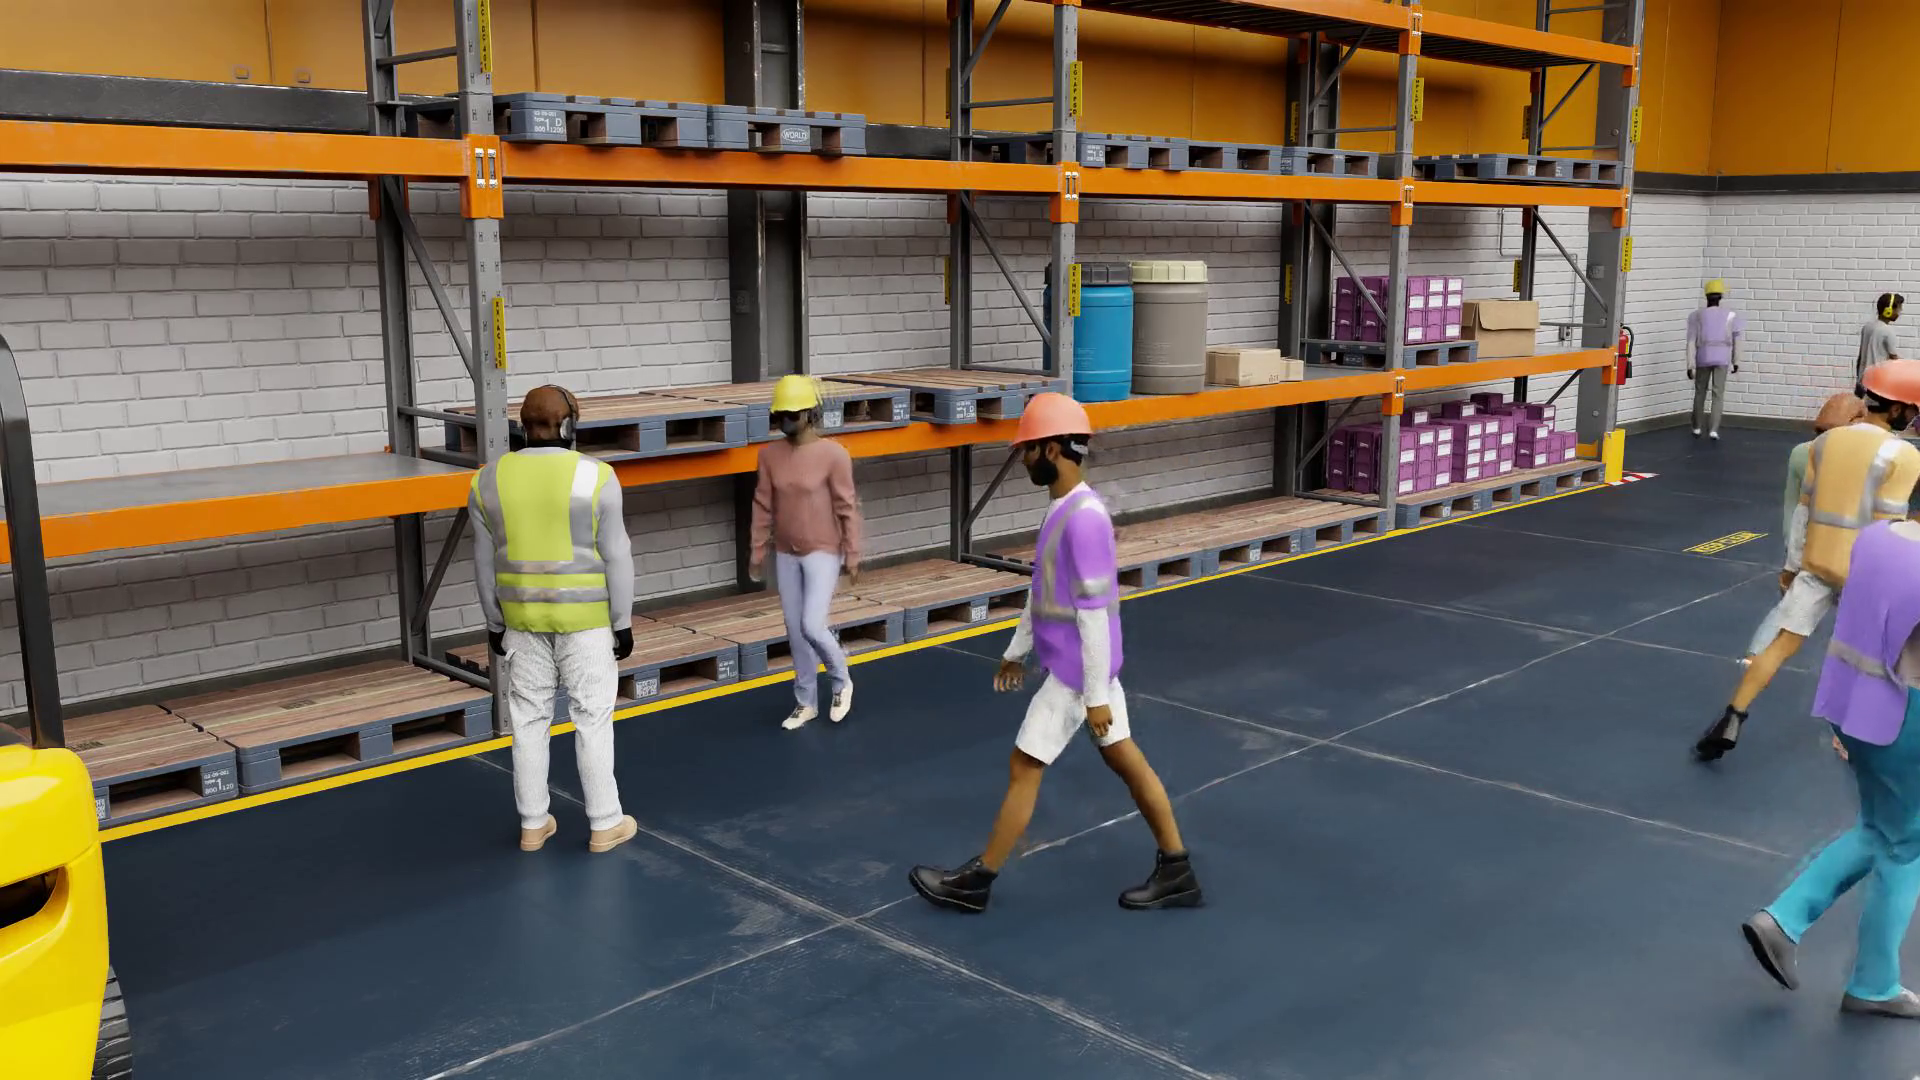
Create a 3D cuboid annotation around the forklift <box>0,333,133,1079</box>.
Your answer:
[{"bbox_3d":[-3.289,0.485,4.582,1.214,2.155,2.313,-10,14,-44],"label":"forklift"}]

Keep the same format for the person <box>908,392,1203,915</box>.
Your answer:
[{"bbox_3d":[0.386,0.424,5.845,1.070,1.871,0.545,0,10,3],"label":"person"}]

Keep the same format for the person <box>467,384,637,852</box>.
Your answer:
[{"bbox_3d":[-1.562,0.315,6.492,0.622,1.838,0.429,1,10,6],"label":"person"}]

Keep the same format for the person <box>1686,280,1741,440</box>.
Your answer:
[{"bbox_3d":[8.931,-2.138,19.760,0.597,1.881,0.955,5,11,24],"label":"person"}]

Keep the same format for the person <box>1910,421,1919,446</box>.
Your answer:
[{"bbox_3d":[10.809,-1.779,18.082,0.575,1.780,0.983,-9,14,-42],"label":"person"}]

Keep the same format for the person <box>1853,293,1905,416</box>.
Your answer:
[{"bbox_3d":[9.120,-1.521,16.473,0.563,1.838,0.522,1,10,3],"label":"person"}]

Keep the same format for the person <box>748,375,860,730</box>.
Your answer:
[{"bbox_3d":[-0.758,0.075,8.043,0.537,1.750,0.387,6,12,30],"label":"person"}]

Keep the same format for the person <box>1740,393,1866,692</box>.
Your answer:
[{"bbox_3d":[4.481,0.027,8.719,0.785,1.602,0.504,-6,12,-28],"label":"person"}]

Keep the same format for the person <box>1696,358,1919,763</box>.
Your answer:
[{"bbox_3d":[3.868,0.127,7.413,0.932,1.881,0.607,-4,11,-21],"label":"person"}]

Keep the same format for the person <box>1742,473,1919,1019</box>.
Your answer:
[{"bbox_3d":[2.763,0.595,4.990,0.503,1.820,0.613,0,10,-1],"label":"person"}]
